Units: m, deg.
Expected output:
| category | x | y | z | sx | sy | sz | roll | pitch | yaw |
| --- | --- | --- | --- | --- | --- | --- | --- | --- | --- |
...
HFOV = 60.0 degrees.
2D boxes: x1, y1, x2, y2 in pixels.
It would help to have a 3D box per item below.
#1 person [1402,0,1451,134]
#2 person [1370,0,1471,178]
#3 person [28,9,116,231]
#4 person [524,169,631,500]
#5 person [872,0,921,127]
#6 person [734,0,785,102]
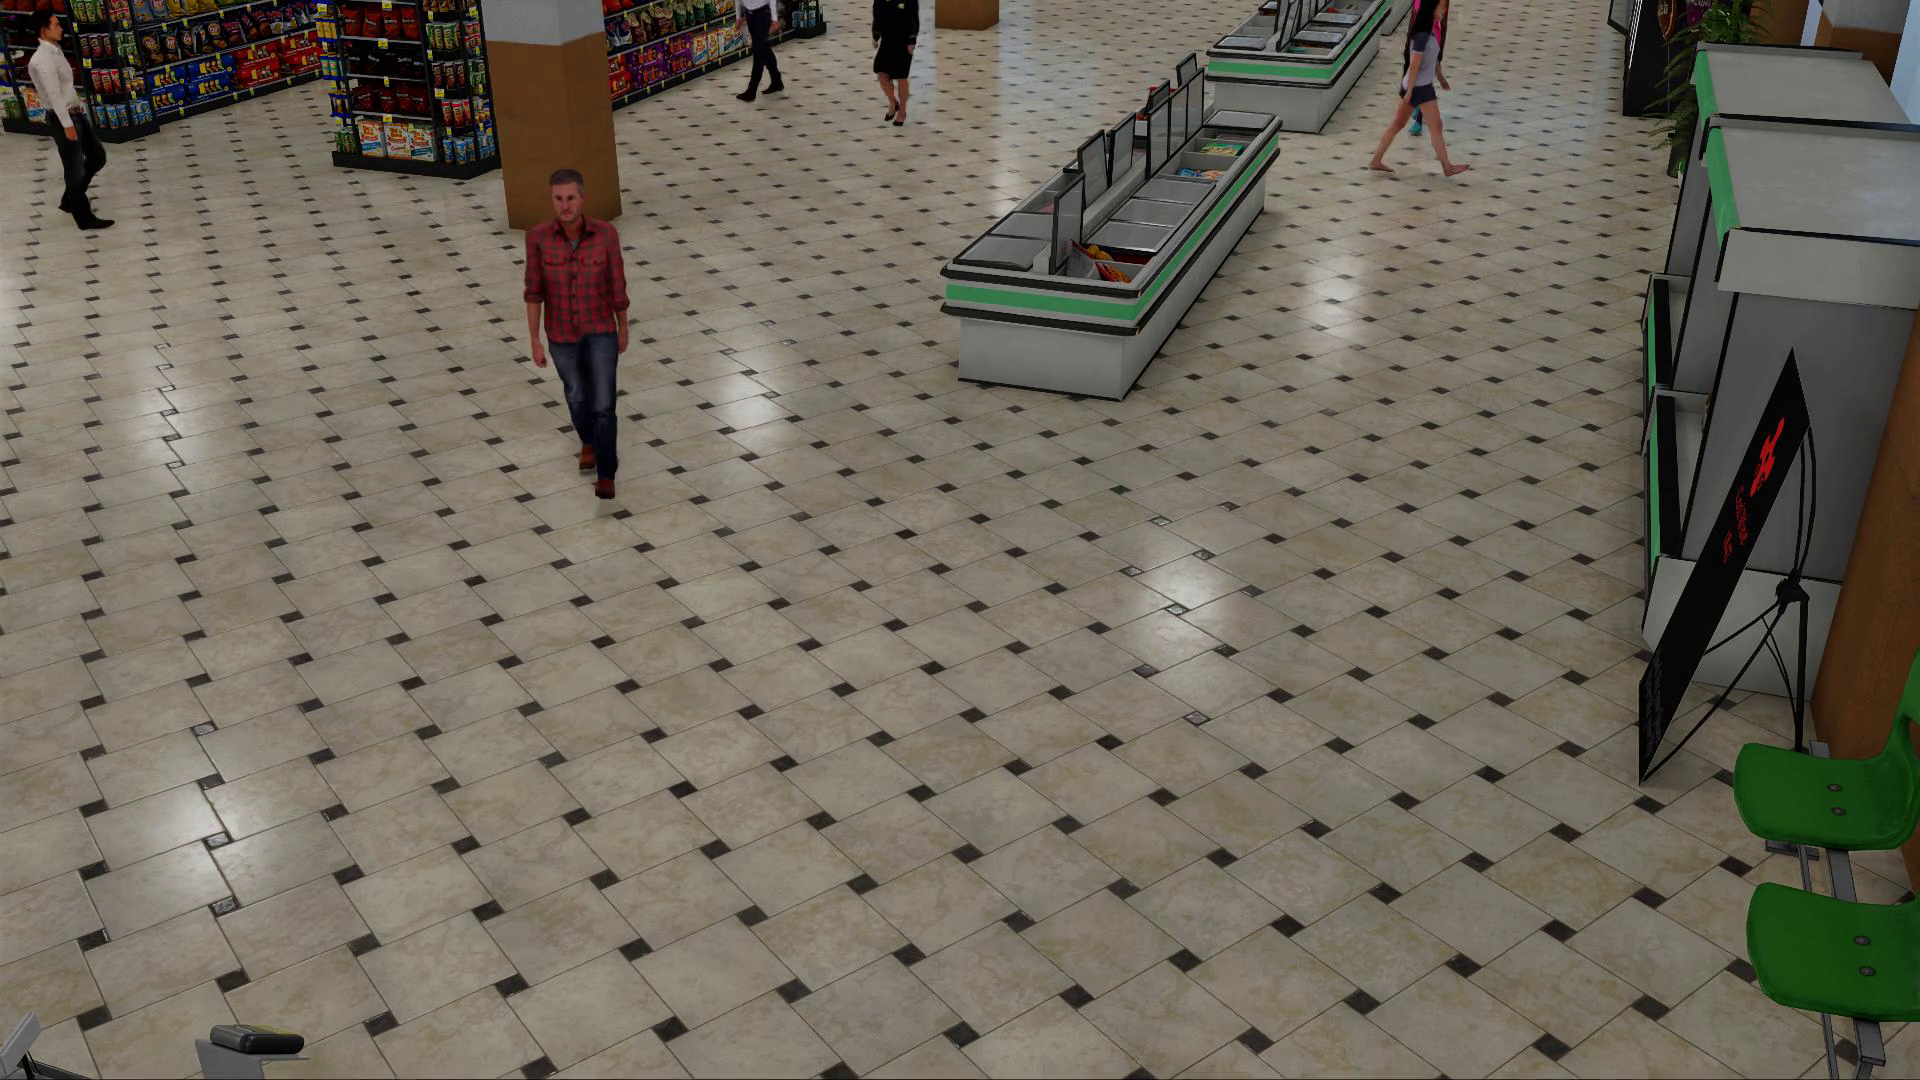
| category | x | y | z | sx | sy | sz | roll | pitch | yaw |
| --- | --- | --- | --- | --- | --- | --- | --- | --- | --- |
| person | 4.763 | -5.027 | 16.930 | 0.682 | 1.709 | 0.830 | 18 | 32 | 32 |
| person | 4.104 | -4.131 | 15.224 | 0.719 | 1.653 | 1.070 | 7 | 28 | 13 |
| person | -7.448 | -3.434 | 13.681 | 0.883 | 1.805 | 0.804 | -8 | 28 | -15 |
| person | -2.100 | -1.170 | 9.237 | 1.043 | 1.786 | 1.307 | -2 | 27 | -4 |
| person | -0.621 | -5.148 | 17.216 | 0.752 | 1.666 | 0.695 | 13 | 30 | 24 |
| person | -2.170 | -5.772 | 18.282 | 0.848 | 1.813 | 1.195 | 20 | 33 | 34 |
